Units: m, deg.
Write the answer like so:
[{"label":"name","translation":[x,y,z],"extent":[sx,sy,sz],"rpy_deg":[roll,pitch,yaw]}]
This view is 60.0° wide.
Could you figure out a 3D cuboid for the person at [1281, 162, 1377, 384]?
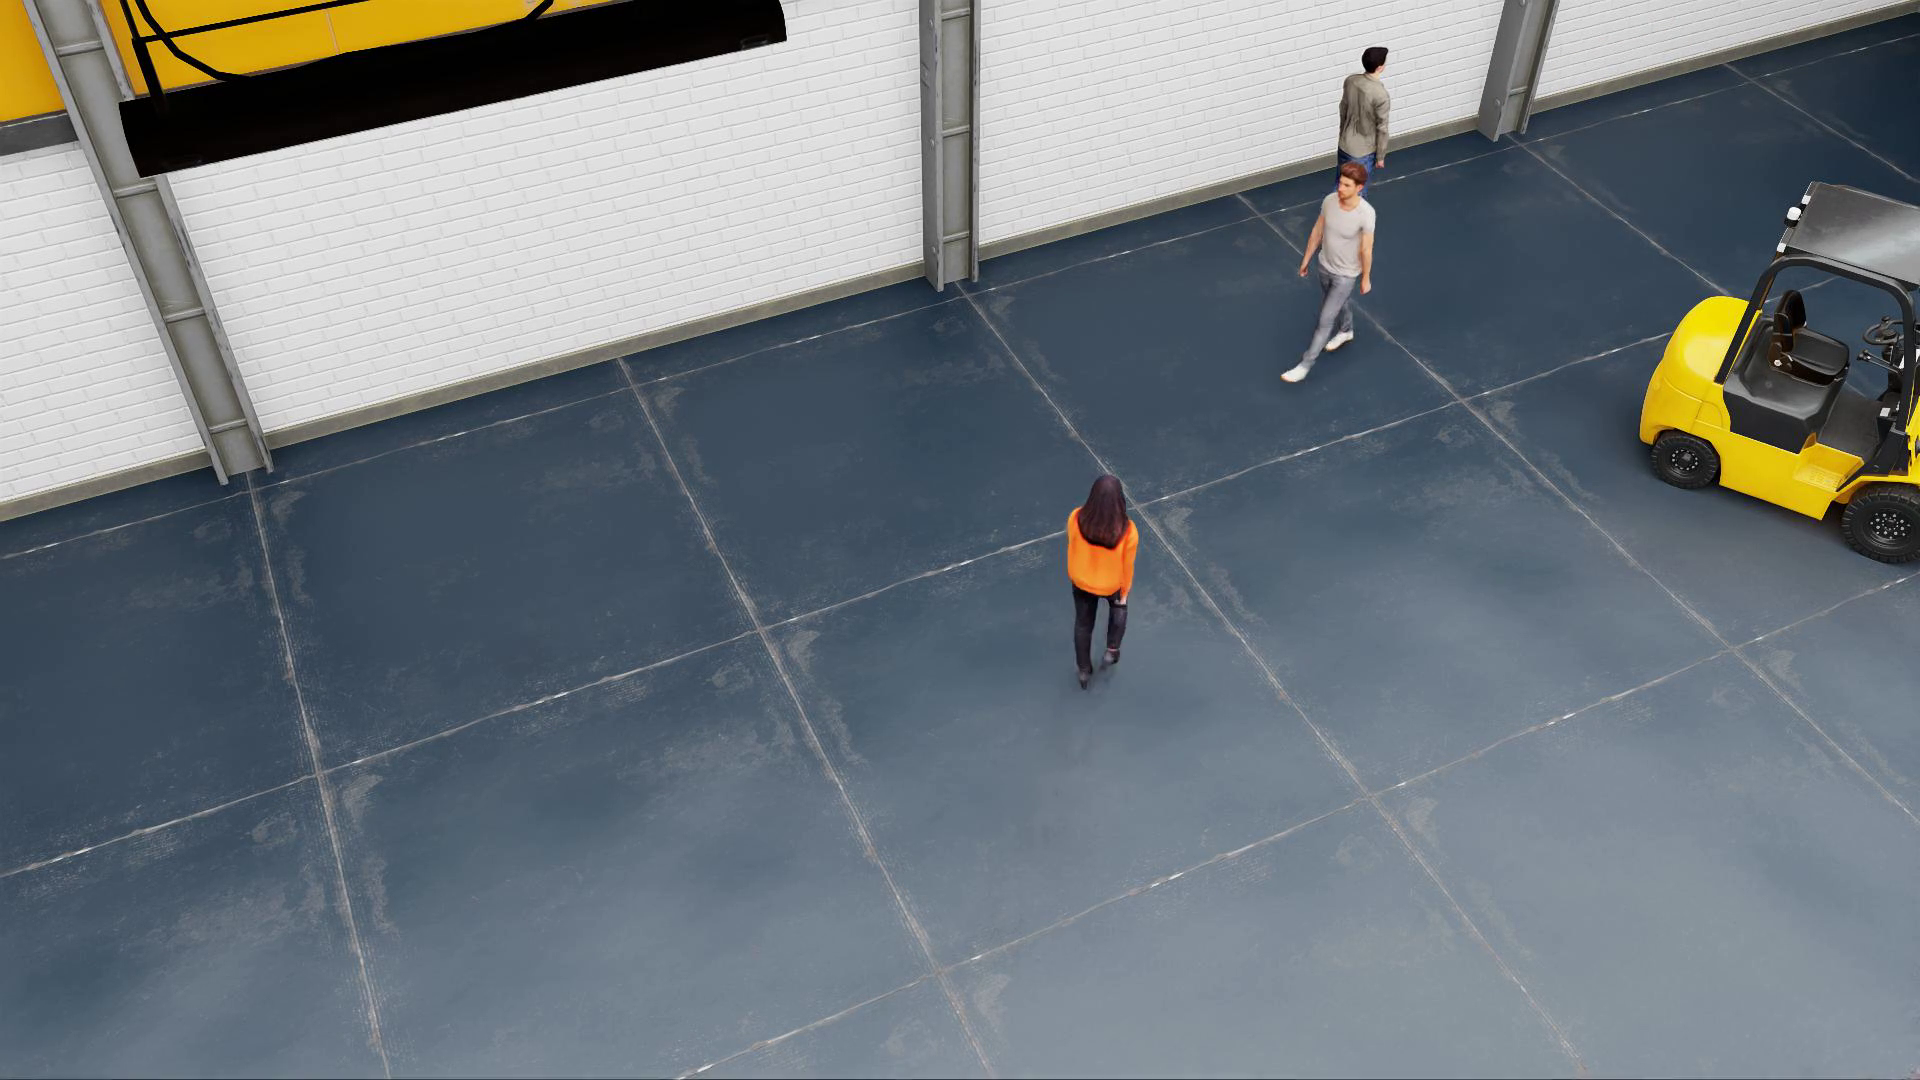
[{"label":"person","translation":[3.052,-2.171,13.170],"extent":[1.273,1.844,0.885],"rpy_deg":[-29,51,-27]}]

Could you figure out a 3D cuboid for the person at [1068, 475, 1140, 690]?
[{"label":"person","translation":[0.868,0.325,10.627],"extent":[0.756,1.737,0.819],"rpy_deg":[11,45,12]}]

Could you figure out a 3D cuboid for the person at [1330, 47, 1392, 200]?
[{"label":"person","translation":[3.455,-3.419,14.465],"extent":[0.613,1.864,0.733],"rpy_deg":[-24,49,-23]}]
